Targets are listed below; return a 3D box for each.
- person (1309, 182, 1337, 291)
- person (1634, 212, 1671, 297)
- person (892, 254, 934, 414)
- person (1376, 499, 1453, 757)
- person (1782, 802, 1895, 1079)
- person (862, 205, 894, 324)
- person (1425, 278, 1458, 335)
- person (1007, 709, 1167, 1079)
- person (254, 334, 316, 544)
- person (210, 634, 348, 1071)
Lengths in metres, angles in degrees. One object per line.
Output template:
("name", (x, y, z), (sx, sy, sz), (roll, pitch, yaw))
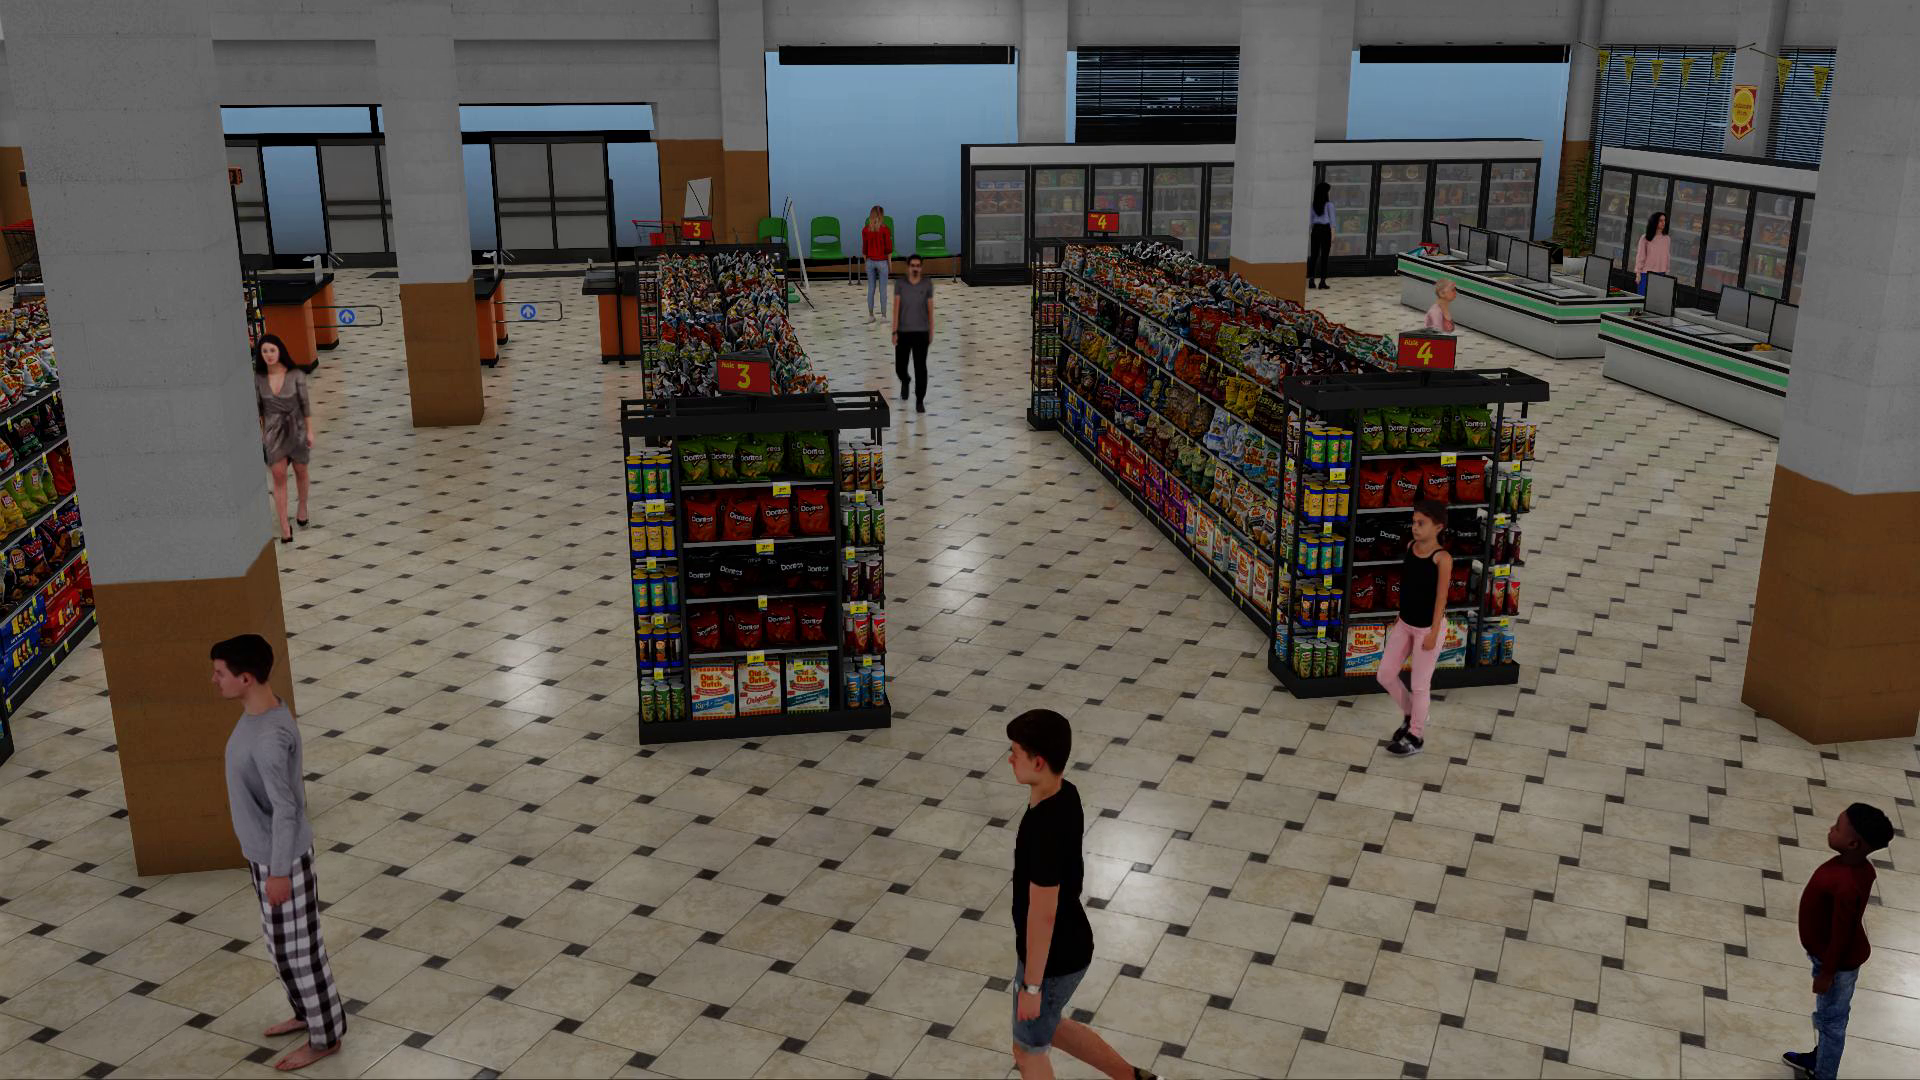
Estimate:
("person", (6.002, -5.058, 27.653), (0.696, 1.745, 0.797), (16, 23, 42))
("person", (9.498, -3.618, 22.870), (0.662, 1.769, 0.574), (-1, 17, -3))
("person", (-0.537, -2.331, 18.692), (0.732, 1.734, 1.031), (0, 17, -1))
("person", (2.718, 0.499, 9.670), (0.687, 1.560, 0.623), (-9, 19, -27))
("person", (3.453, 1.611, 6.533), (0.643, 1.256, 0.583), (11, 20, 33))
("person", (-1.213, -4.040, 24.371), (0.686, 1.704, 0.662), (5, 18, 15))
("person", (4.839, -1.863, 17.288), (1.067, 1.655, 1.049), (10, 19, 29))
("person", (0.427, 1.480, 5.978), (0.900, 1.827, 0.953), (0, 17, 1))
("person", (-5.606, -0.858, 13.900), (0.674, 1.700, 1.087), (-4, 17, -14))
("person", (-2.747, 1.245, 6.721), (0.756, 1.847, 0.595), (-9, 19, -27))
